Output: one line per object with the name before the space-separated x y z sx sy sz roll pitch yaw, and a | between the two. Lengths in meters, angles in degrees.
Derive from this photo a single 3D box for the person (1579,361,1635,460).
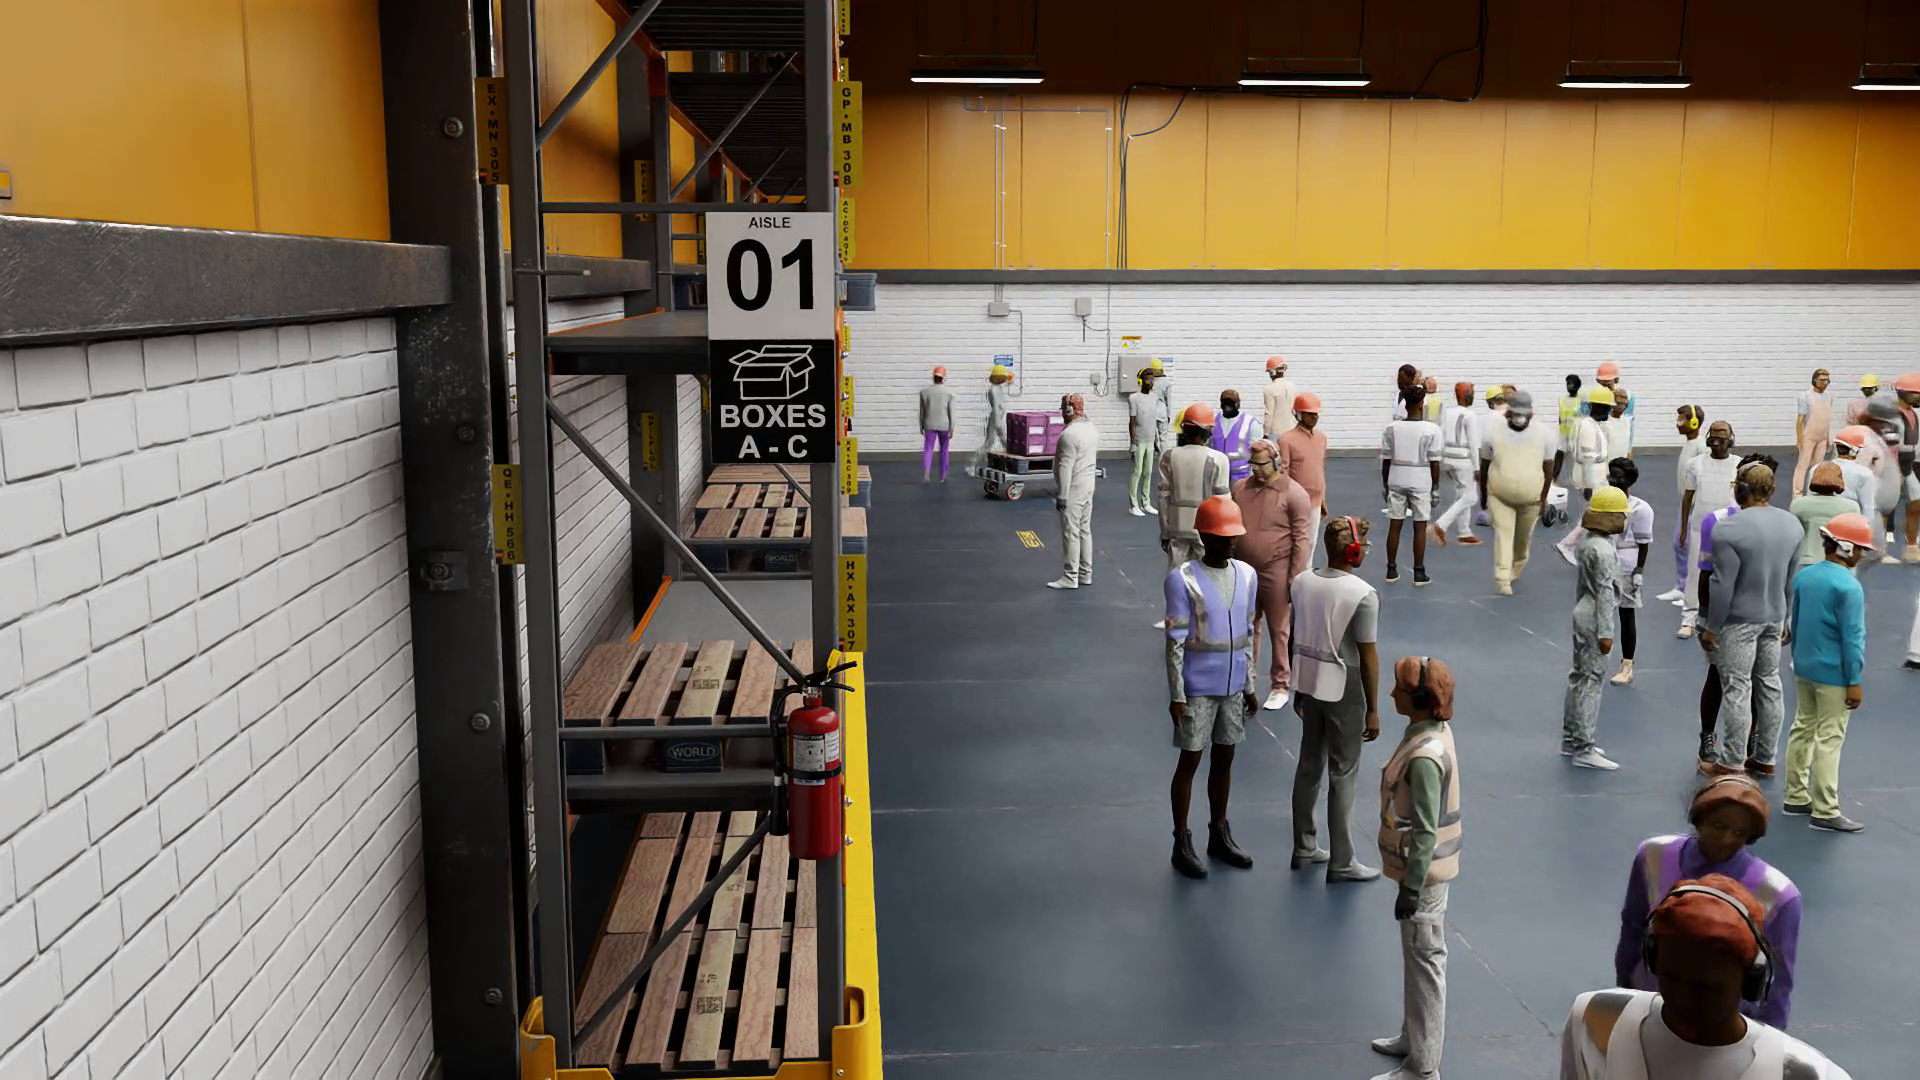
person | 7.659 -1.108 19.748 0.626 2.031 0.409 4 10 25

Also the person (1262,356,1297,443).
person | 4.143 -1.409 21.740 0.611 1.985 0.402 -8 12 -40

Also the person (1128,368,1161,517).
person | 2.339 -1.236 21.012 0.514 1.872 0.328 -8 12 -41

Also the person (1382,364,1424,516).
person | 5.638 -1.258 20.999 0.392 1.919 0.592 -2 9 -14

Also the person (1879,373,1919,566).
person | 9.837 -0.709 17.222 0.629 2.019 0.714 -5 10 -30

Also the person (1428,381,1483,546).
person | 5.574 -0.838 18.528 0.691 1.866 0.615 -2 9 -10

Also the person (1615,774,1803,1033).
person | 2.179 1.456 4.928 0.537 1.602 0.610 8 12 42

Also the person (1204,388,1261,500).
person | 2.867 -0.694 17.701 0.631 1.841 0.428 5 10 27

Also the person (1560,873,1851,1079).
person | 1.435 1.570 3.340 0.573 1.887 0.354 8 12 39

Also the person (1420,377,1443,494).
person | 6.456 -1.436 22.988 0.522 1.640 0.306 -6 11 -33

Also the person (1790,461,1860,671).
person | 6.559 0.211 12.661 0.499 1.634 0.279 7 11 37

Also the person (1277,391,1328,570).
person | 3.106 -0.349 15.047 0.624 1.992 0.386 -7 11 -36

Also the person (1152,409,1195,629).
person | 1.927 -0.157 14.166 0.423 1.914 0.658 -7 12 -38

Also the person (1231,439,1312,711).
person | 2.125 0.237 11.671 0.400 1.902 0.643 -9 12 -43

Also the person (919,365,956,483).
person | -0.337 -1.686 24.254 0.566 1.731 0.719 1 9 8

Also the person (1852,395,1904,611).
person | 8.056 -0.332 14.802 0.539 2.000 0.799 4 10 25

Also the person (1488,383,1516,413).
person | 7.077 -1.215 21.603 0.522 1.639 0.306 -1 9 -7

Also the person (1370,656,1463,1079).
person | 1.709 1.235 6.211 0.310 1.642 0.514 3 9 17

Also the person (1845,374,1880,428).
person | 11.815 -1.285 21.685 0.527 1.761 0.342 8 12 40

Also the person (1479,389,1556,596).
person | 5.352 -0.528 16.035 0.689 2.000 0.979 2 9 15

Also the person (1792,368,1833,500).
person | 11.004 -1.291 21.437 0.514 1.842 0.327 -3 9 -16

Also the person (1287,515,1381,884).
person | 1.863 0.793 8.347 0.373 1.843 0.572 -6 11 -31

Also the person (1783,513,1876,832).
person | 4.800 0.716 9.152 0.342 1.741 0.560 0 9 -3

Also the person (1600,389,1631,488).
person | 6.930 -0.694 17.708 0.506 1.839 0.350 -5 10 -27

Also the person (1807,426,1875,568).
person | 7.545 -0.100 14.245 0.342 1.749 0.573 -6 11 -33

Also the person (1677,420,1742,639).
person | 6.248 -0.073 13.786 0.508 1.844 0.336 5 10 28

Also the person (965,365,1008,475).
person | 0.503 -1.784 24.966 0.867 1.707 0.496 2 9 13

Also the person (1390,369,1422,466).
person | 6.923 -1.845 25.637 0.685 1.612 0.503 3 10 21

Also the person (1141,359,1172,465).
person | 3.042 -1.940 25.830 0.484 1.744 0.295 0 9 -1

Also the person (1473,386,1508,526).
person | 6.498 -0.981 19.964 0.566 1.700 0.654 -4 10 -23

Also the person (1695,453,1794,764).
person | 4.813 0.441 10.180 0.614 1.964 0.361 -1 9 -4

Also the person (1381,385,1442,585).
person | 4.432 -0.538 16.366 0.602 1.959 0.375 6 11 35

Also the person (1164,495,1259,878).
person | 1.292 0.732 8.442 0.545 1.938 0.362 -5 10 -29

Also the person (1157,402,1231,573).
person | 1.858 -0.069 13.144 0.608 2.044 0.377 5 10 30

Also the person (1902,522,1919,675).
person | 7.545 0.145 12.631 0.656 1.794 0.611 -6 11 -33

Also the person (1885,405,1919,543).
person | 10.758 -0.891 18.844 0.531 1.870 0.316 1 9 9

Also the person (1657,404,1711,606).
person | 6.699 -0.315 15.274 0.354 1.863 0.537 1 9 5

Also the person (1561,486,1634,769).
person | 3.961 0.532 10.308 0.321 1.742 0.492 1 9 7

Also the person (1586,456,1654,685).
person | 4.874 0.223 12.385 0.318 1.699 0.532 -6 11 -34

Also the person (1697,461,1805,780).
person | 4.704 0.494 9.932 0.629 1.940 0.377 -3 10 -18

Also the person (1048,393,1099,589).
person | 1.098 -0.474 16.157 0.399 1.897 0.647 5 10 27

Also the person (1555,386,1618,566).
person | 6.462 -0.618 17.014 0.453 1.909 0.615 5 10 29
